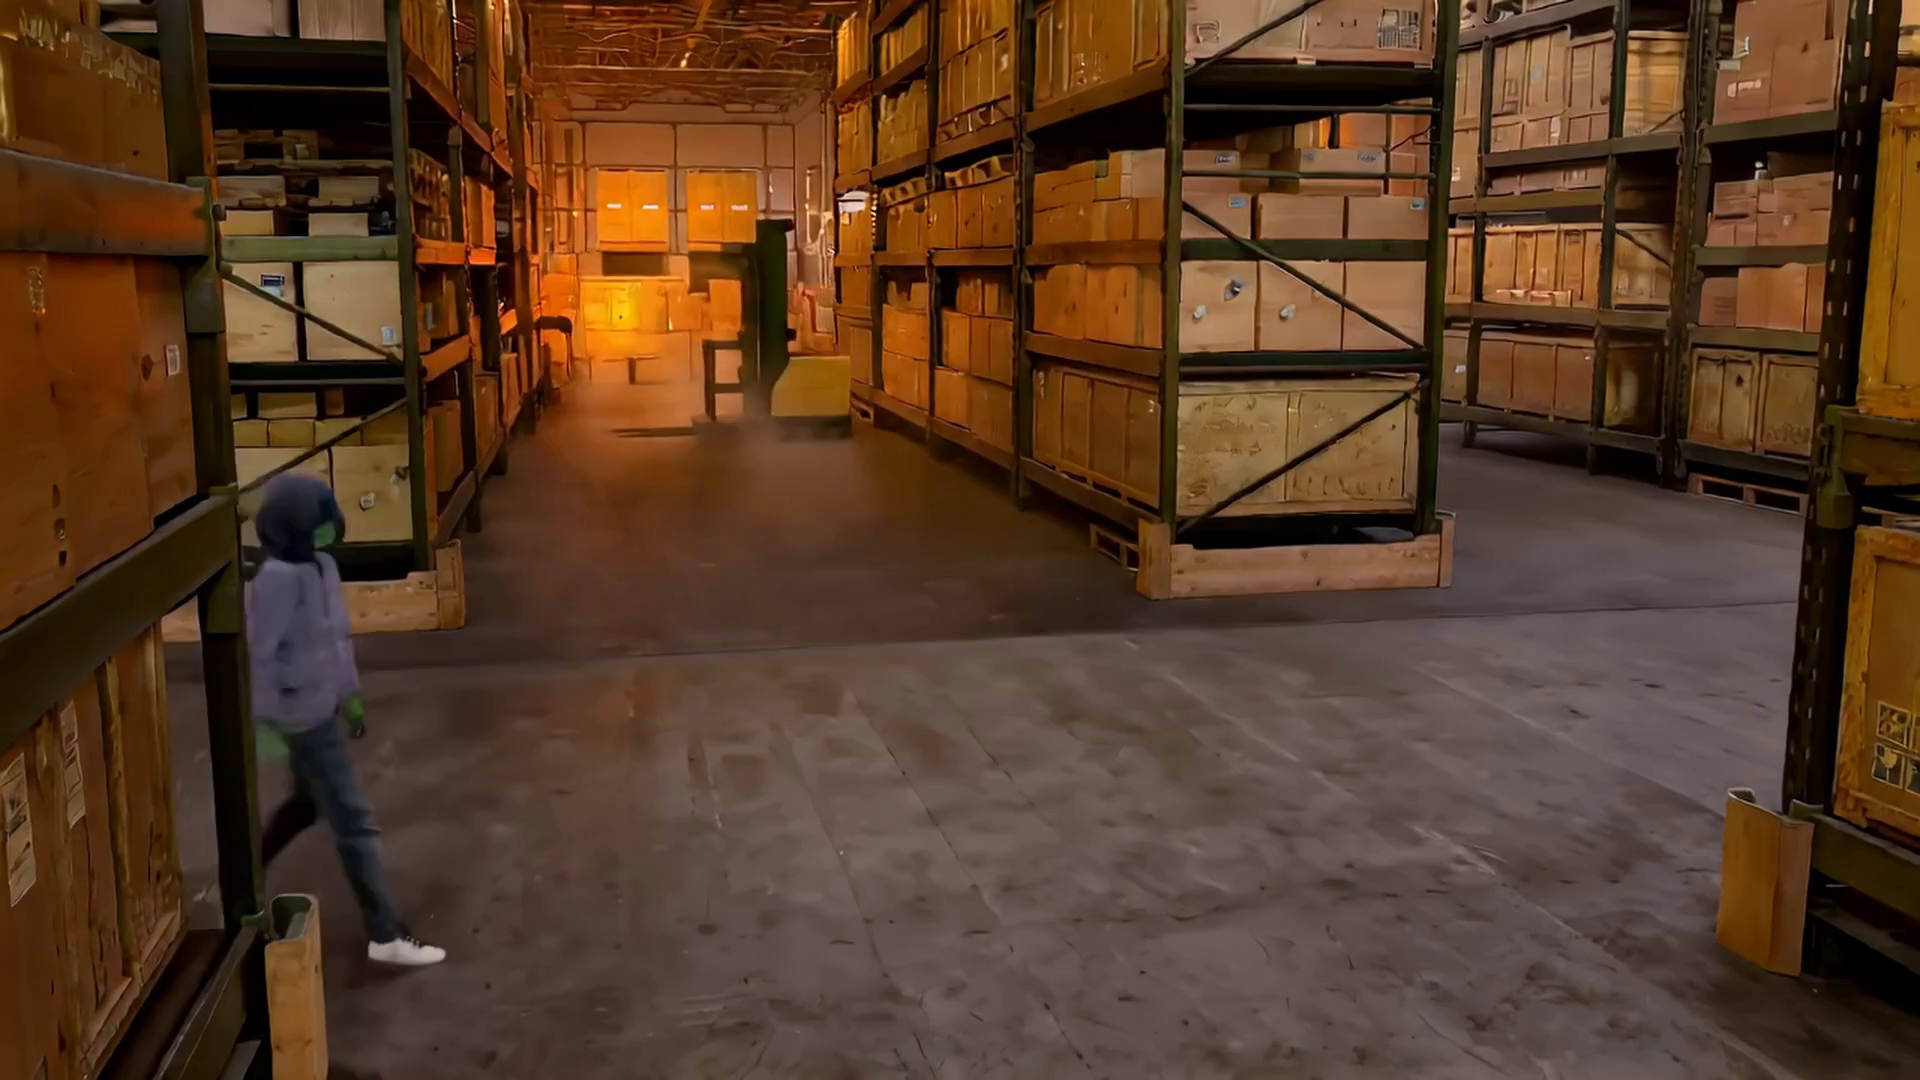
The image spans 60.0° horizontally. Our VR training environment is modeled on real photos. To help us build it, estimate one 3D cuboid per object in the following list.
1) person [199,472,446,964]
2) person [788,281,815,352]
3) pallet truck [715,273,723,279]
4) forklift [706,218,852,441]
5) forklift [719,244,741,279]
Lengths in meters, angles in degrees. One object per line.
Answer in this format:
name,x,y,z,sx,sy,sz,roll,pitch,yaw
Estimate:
person,-2.096,0.566,5.305,0.817,1.593,0.510,0,9,-1
person,-3.651,-4.908,37.756,0.995,1.888,0.648,-5,11,-28
pallet truck,-8.580,-8.986,62.280,1.885,1.965,0.823,1,9,5
forklift,-2.396,-2.729,21.460,1.873,2.768,1.129,-2,10,-12
forklift,-6.091,-6.487,44.366,1.873,2.768,1.129,-3,10,-20
